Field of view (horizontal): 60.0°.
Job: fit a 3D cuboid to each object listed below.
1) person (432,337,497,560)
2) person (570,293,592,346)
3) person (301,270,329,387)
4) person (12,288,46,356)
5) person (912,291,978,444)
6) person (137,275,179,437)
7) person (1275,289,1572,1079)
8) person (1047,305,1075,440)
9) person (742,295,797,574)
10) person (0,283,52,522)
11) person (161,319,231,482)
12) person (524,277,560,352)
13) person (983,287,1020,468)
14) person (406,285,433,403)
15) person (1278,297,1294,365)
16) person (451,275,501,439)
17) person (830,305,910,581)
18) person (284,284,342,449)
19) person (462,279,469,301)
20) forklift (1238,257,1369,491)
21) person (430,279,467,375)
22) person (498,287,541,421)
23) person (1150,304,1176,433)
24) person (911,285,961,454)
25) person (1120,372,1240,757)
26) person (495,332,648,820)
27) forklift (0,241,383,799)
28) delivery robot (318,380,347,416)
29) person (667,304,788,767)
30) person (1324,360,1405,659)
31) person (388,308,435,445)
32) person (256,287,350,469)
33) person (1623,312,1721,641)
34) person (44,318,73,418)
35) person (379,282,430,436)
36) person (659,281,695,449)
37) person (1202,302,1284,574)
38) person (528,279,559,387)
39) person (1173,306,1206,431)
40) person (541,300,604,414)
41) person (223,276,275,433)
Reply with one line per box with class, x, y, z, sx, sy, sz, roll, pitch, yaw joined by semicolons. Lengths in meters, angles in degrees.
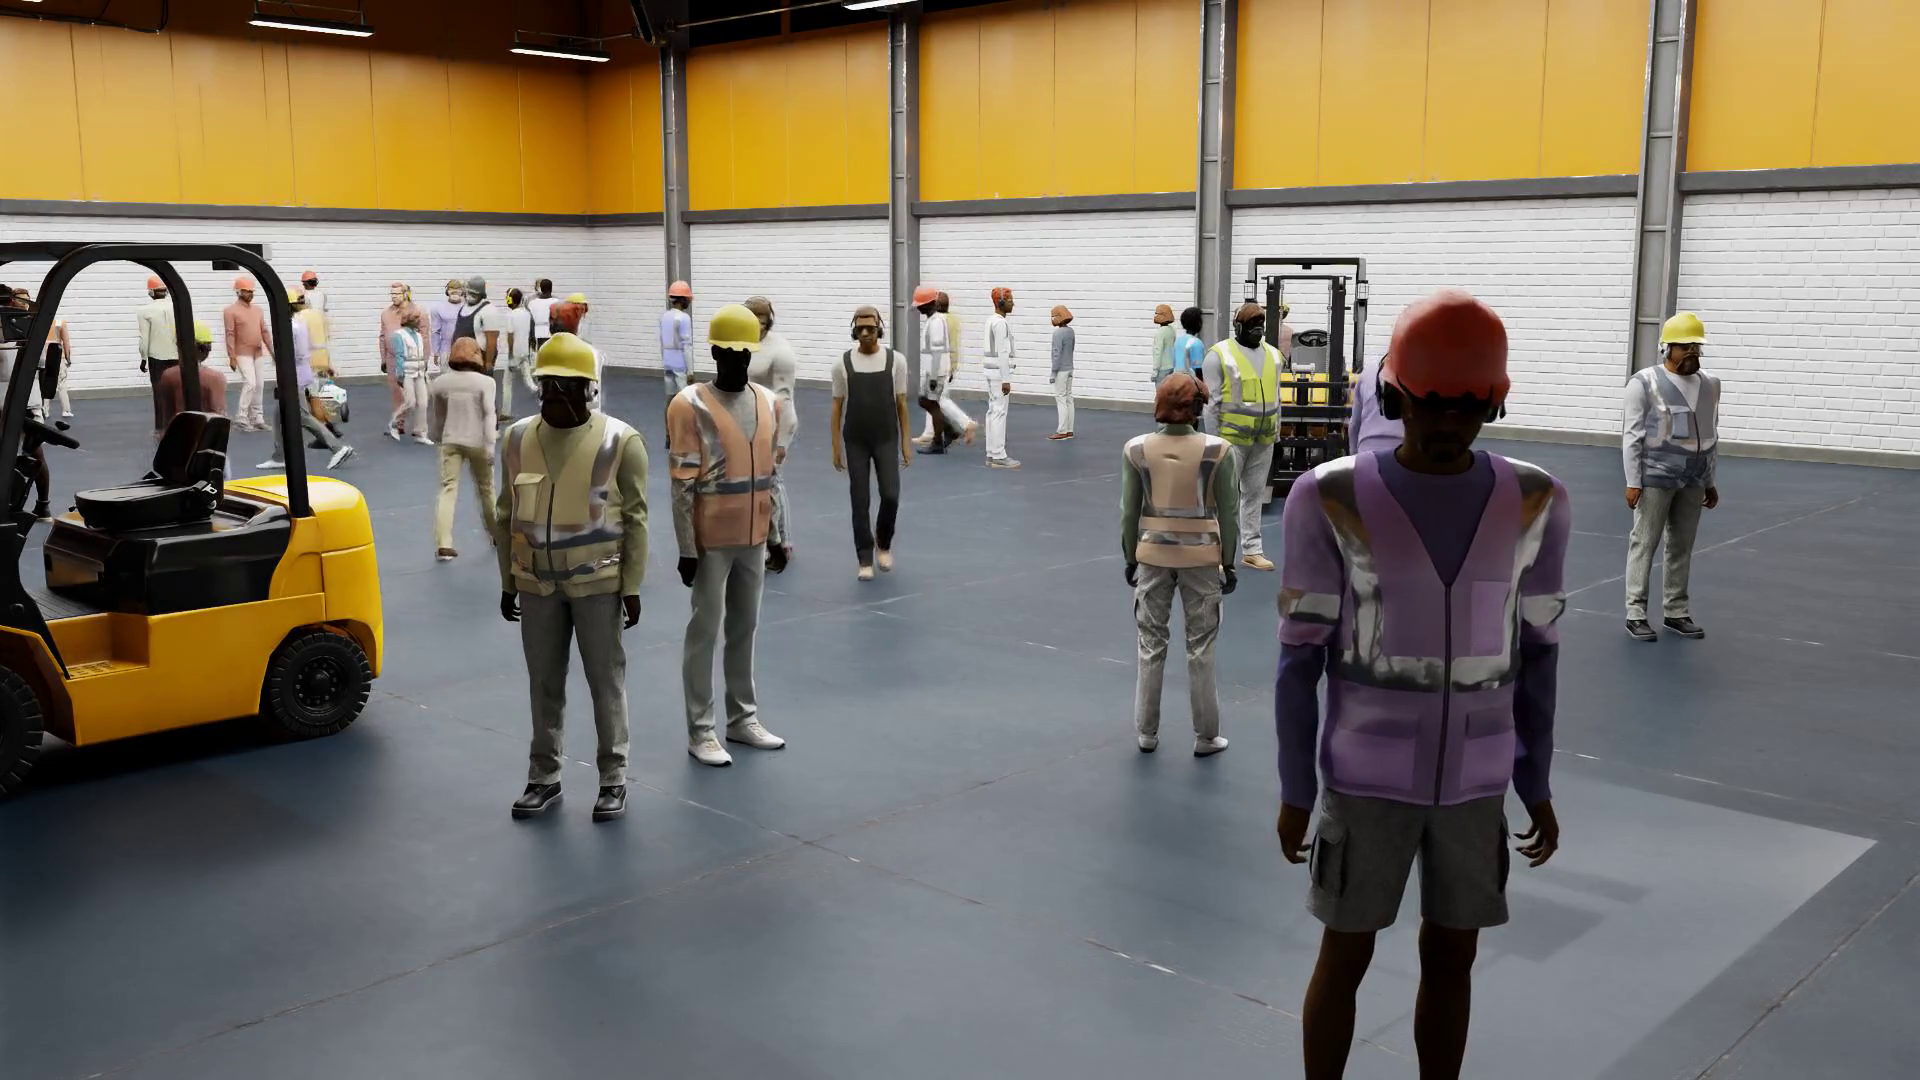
person;-3.578;-0.675;12.049;0.527;1.575;0.868;1;9;7
person;-5.203;-2.502;22.758;0.286;1.746;0.491;6;11;35
person;-11.080;-3.580;28.453;0.379;2.041;0.616;5;11;30
person;-11.229;-2.096;19.955;0.376;1.844;0.571;5;10;27
person;-0.175;-2.004;19.507;0.798;1.820;0.626;3;10;16
person;-9.869;-2.279;20.622;0.375;1.997;0.612;7;12;38
person;0.971;0.498;3.490;0.611;2.030;0.405;0;9;-3
person;1.237;-2.032;20.220;0.289;1.633;0.497;5;10;27
person;-1.360;-0.717;11.366;0.762;1.885;0.674;-8;13;-42
person;-7.634;-1.082;13.397;0.374;1.959;0.603;4;10;21
person;-5.287;-0.644;11.429;0.524;1.735;0.843;2;9;10
person;-7.402;-3.699;29.545;0.648;1.922;0.621;-3;10;-20
person;0.427;-1.697;17.400;0.354;1.883;0.576;-2;9;-11
person;-8.404;-3.004;25.578;0.548;1.834;0.462;6;11;32
person;3.457;-1.765;18.166;0.311;1.772;0.524;7;12;38
person;-5.940;-2.242;20.260;0.535;2.000;0.806;-8;12;-42
person;-0.597;-0.636;11.048;0.534;1.831;0.407;-1;9;-3
person;-7.468;-1.976;19.070;0.469;1.893;0.633;2;10;15
person;-7.149;-2.825;24.223;0.734;1.909;0.564;1;9;4
forklift;3.309;-1.629;16.029;1.214;2.155;2.313;2;9;11
person;-6.635;-2.458;21.914;0.627;1.934;0.370;-4;10;-24
person;-5.916;-2.491;22.444;0.944;1.833;0.532;5;10;27
person;2.498;-2.085;20.534;0.279;1.636;0.500;5;11;29
person;-0.304;-1.879;18.476;0.512;1.893;0.637;-1;9;-7
person;0.931;0.109;7.076;0.513;1.639;0.311;3;10;20
person;-1.470;0.142;6.269;0.590;1.837;0.404;1;9;7
forklift;-3.706;-0.171;7.093;1.214;2.155;2.313;9;13;43
delivery robot;-8.553;-1.927;22.586;0.477;0.478;0.707;-2;9;-12
person;-0.959;-0.026;7.027;0.384;1.923;0.590;8;12;39
person;2.333;-0.263;8.770;0.706;1.834;0.854;9;13;44
person;-6.471;-1.923;19.617;0.518;1.606;0.535;4;10;21
person;-6.819;-1.667;17.181;0.904;1.898;0.582;-2;10;-14
person;3.989;-0.352;9.308;0.590;1.833;0.404;-2;10;-14
person;-12.648;-2.513;23.134;0.514;1.645;0.307;-3;10;-19
person;-6.935;-2.247;20.706;0.655;1.905;0.407;2;9;12
person;-3.204;-1.994;19.055;0.374;1.935;0.552;-8;12;-42
person;1.951;-0.693;11.368;0.619;1.845;0.430;-4;10;-24
person;-6.564;-3.192;26.489;0.587;1.911;0.397;0;9;3
person;2.316;-1.497;16.743;0.317;1.697;0.537;-3;10;-17
person;-2.561;-0.664;11.104;0.552;1.868;0.583;5;11;28
person;-8.976;-2.347;21.079;0.494;1.979;0.647;3;10;17
